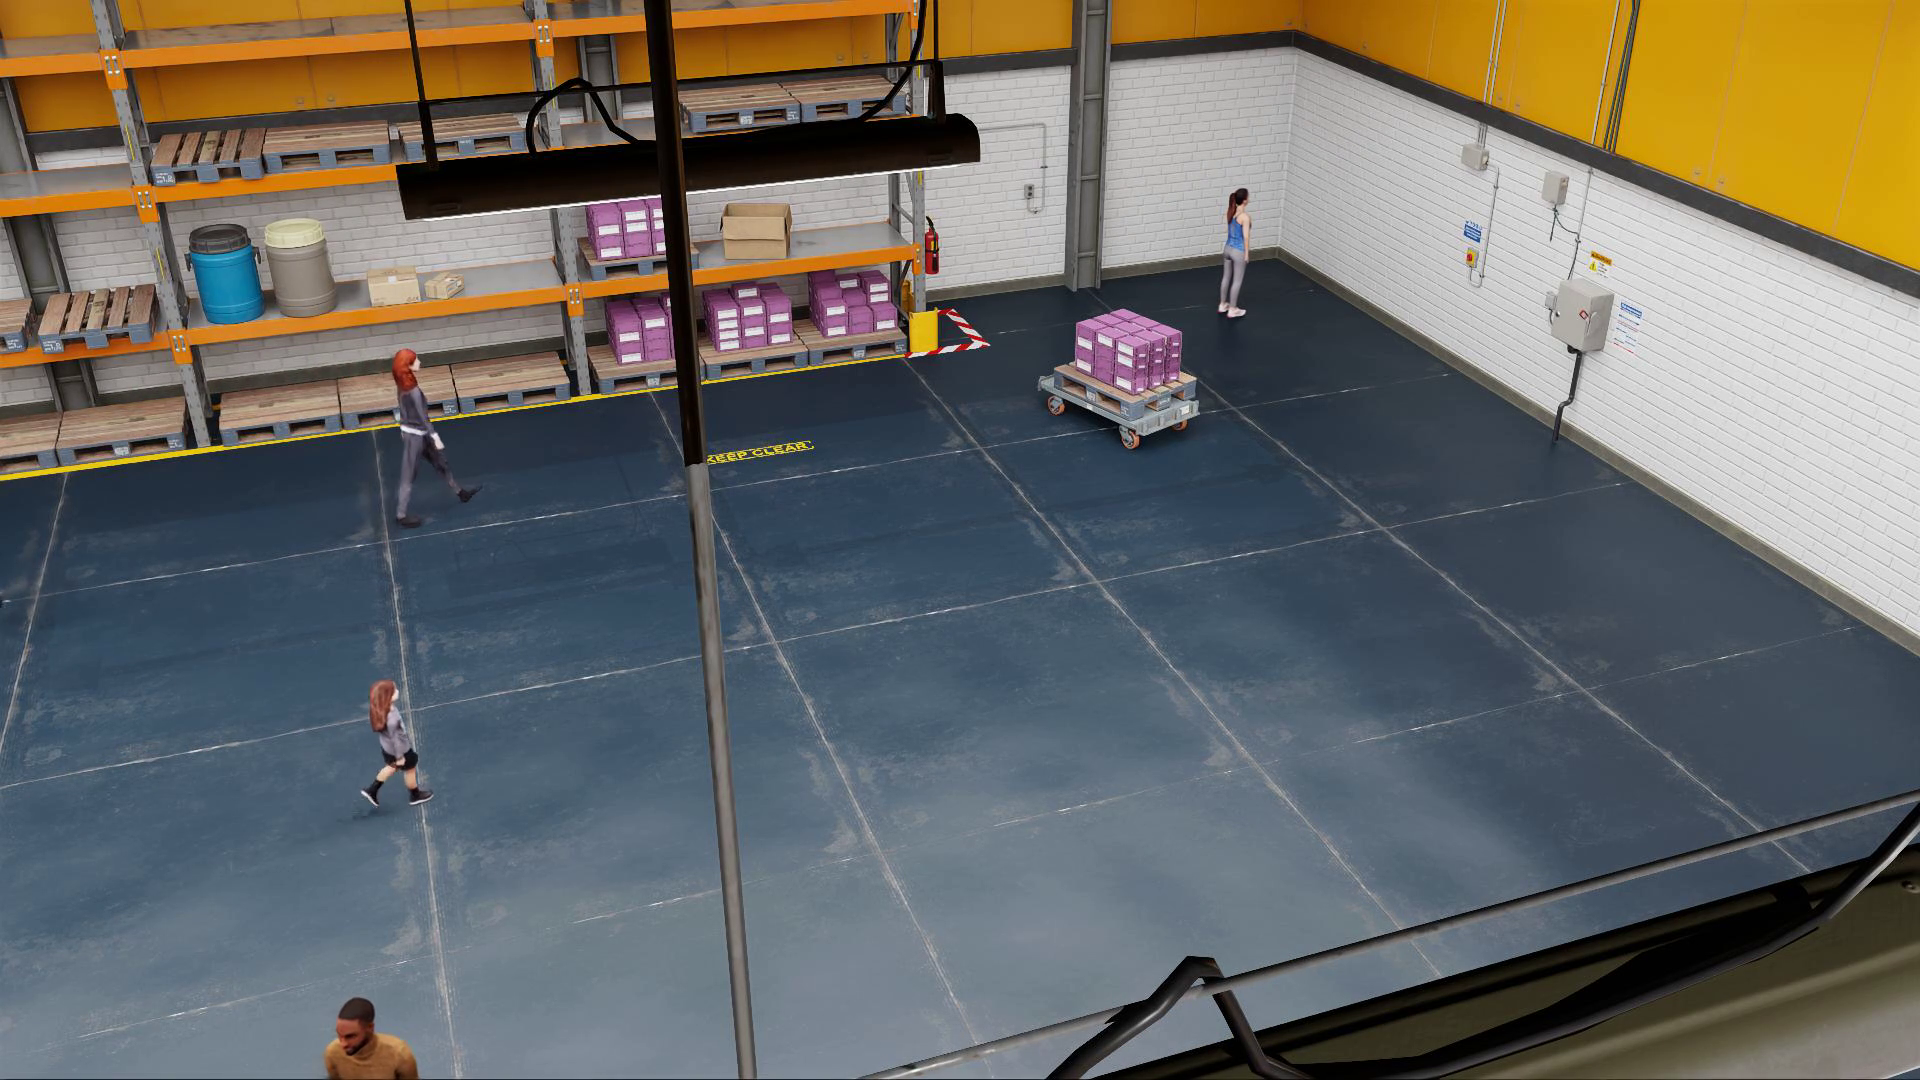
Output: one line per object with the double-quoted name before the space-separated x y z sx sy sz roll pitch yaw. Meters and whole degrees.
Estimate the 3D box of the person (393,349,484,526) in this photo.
"person" -5.201 -0.922 15.643 1.168 1.729 0.765 -17 33 -28

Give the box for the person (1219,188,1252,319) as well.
"person" 3.420 -3.573 20.630 0.592 1.608 0.598 -17 33 -28

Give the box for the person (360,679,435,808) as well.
"person" -4.104 1.469 11.923 0.747 1.094 0.557 -16 32 -27

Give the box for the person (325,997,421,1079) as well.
"person" -2.874 2.981 8.400 0.632 1.812 0.766 2 29 4
